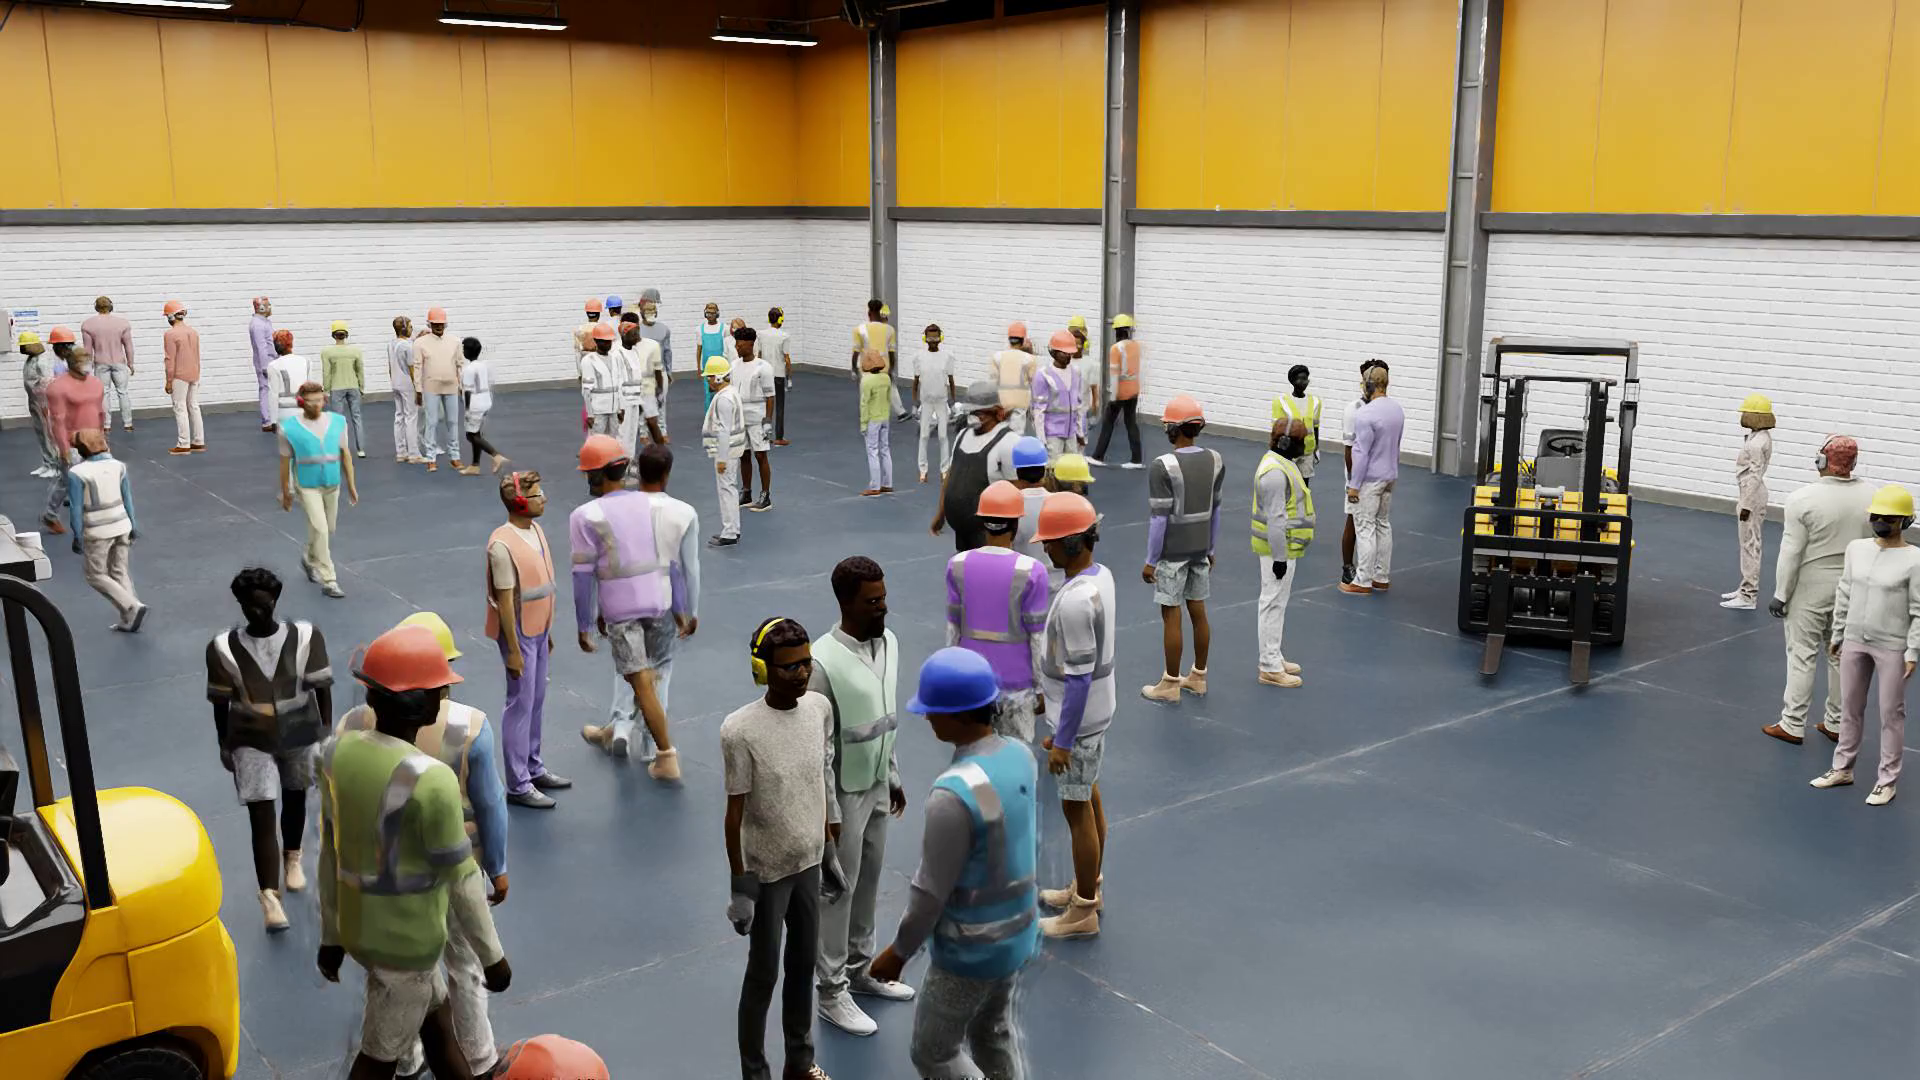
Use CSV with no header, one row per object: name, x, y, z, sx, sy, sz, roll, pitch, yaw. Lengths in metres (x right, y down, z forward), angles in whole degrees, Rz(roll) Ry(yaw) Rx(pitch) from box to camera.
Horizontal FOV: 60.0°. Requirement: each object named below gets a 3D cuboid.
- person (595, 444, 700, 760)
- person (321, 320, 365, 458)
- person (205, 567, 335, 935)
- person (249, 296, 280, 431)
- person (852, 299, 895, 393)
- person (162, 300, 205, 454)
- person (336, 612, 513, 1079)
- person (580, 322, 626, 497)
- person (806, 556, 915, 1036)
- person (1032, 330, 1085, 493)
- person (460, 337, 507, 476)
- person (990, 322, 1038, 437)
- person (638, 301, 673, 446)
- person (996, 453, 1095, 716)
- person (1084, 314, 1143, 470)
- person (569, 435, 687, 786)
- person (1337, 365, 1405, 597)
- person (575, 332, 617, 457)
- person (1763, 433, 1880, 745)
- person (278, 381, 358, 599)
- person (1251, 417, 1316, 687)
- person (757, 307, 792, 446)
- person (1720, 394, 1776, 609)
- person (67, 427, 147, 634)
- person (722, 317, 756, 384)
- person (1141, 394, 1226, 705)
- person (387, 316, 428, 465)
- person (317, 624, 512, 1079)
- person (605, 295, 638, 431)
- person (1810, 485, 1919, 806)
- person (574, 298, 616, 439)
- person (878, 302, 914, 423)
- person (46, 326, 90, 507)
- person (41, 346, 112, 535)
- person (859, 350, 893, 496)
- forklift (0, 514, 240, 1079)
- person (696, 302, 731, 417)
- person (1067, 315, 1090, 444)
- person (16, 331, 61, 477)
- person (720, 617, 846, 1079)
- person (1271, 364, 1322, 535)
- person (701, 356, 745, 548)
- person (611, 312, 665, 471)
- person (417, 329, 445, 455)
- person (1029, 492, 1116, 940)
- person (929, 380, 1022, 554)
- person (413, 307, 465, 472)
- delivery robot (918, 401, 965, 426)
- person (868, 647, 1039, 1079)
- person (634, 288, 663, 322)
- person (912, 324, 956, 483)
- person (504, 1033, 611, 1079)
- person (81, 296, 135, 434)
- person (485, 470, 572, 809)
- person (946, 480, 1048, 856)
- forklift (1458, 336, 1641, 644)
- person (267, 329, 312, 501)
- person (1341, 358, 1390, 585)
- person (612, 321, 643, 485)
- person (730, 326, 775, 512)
person,-1.820,0.388,9.724,0.624,1.893,0.456,1,12,3
person,-7.816,-1.901,21.084,0.535,1.767,0.316,-9,15,-38
person,-3.153,0.933,7.673,0.538,1.644,0.858,-6,13,-28
person,-9.836,-2.499,23.618,0.409,1.913,0.646,-4,13,-21
person,-1.187,-2.376,23.024,0.617,1.921,0.925,-5,13,-22
person,-10.080,-2.104,21.552,0.410,1.980,0.624,2,12,10
person,-1.949,1.166,6.126,0.599,1.823,0.403,1,12,3
person,-3.946,-1.455,18.514,0.379,1.937,0.548,7,14,31
person,-0.423,1.001,6.706,0.393,1.916,0.591,6,13,26
person,0.996,-1.056,16.384,0.613,2.028,0.409,-10,15,-40
person,-5.684,-1.568,19.686,0.606,1.681,0.541,2,12,9
person,0.627,-1.560,19.175,0.555,1.876,1.007,4,12,17
person,-4.140,-2.224,22.260,0.635,1.929,0.381,-8,14,-35
person,0.516,0.305,10.463,0.685,1.742,0.543,2,12,12
person,1.899,-1.811,20.349,0.871,1.886,0.611,11,16,42
person,-1.922,0.386,9.557,0.992,1.972,0.633,11,16,43
person,3.454,-0.490,13.889,0.380,1.929,0.637,11,16,42
person,-4.622,-1.854,21.227,0.589,1.613,0.505,-7,13,-29
person,5.237,0.302,10.104,0.648,1.907,0.409,-1,12,-6
person,-5.450,-0.456,14.014,0.895,1.810,0.564,10,16,41
person,2.208,0.070,11.393,0.429,1.840,0.624,3,12,12
person,-2.475,-2.175,22.203,0.526,1.856,0.333,5,13,22
person,6.385,-0.315,13.477,0.295,1.743,0.493,6,13,27
person,-6.386,-0.050,12.506,0.506,1.612,0.537,4,12,19
person,-3.105,-2.310,23.381,0.498,1.633,0.283,3,12,12
person,1.442,0.062,10.930,0.607,2.044,0.378,-9,14,-36
person,-6.878,-1.854,20.666,0.508,1.846,0.345,9,15,36
person,-1.774,1.249,5.349,0.626,1.981,1.078,10,15,40
person,-4.799,-2.468,23.412,0.604,1.939,0.416,-10,15,-40
person,5.038,0.569,9.150,0.306,1.772,0.527,-6,13,-28
person,-4.957,-2.312,22.651,0.542,1.938,0.357,0,12,1
person,-1.117,-2.584,24.334,0.926,1.780,0.624,9,15,37
person,-9.559,-1.327,17.896,0.373,1.934,0.551,0,12,0
person,-8.627,-0.953,16.217,1.016,1.897,0.646,5,13,22
person,-0.938,-1.303,18.535,0.276,1.627,0.497,8,14,34
forklift,-3.687,1.115,5.480,2.313,2.155,1.214,-9,15,-36
person,-3.481,-2.443,23.547,0.501,1.838,0.341,1,12,4
person,1.561,-2.130,22.246,0.295,1.744,0.485,6,13,29
person,-10.972,-1.615,19.779,0.485,1.737,0.321,10,15,40
person,-0.615,1.182,5.949,0.321,1.869,0.532,10,15,39
person,3.285,-0.871,16.269,0.536,1.700,0.318,-3,12,-16
person,-2.249,-0.840,15.838,0.403,1.821,0.601,-1,12,-4
person,-3.886,-1.795,20.161,0.649,1.935,0.421,-1,12,-4
person,-6.896,-1.924,21.534,0.553,1.621,0.524,7,14,30
person,0.498,0.787,7.452,0.386,2.034,0.604,3,12,12
person,0.142,-0.151,11.967,0.537,2.000,0.701,-8,14,-34
person,-6.300,-1.831,20.192,0.625,1.991,0.390,-7,14,-31
delivery robot,-0.261,-1.794,23.280,0.477,0.478,0.707,10,15,41
person,0.084,1.276,5.361,0.533,1.921,0.631,5,13,23
person,-4.488,-2.637,23.971,0.546,2.000,0.734,1,12,4
person,-0.303,-1.585,19.338,0.511,1.861,0.322,0,12,0
person,-0.633,1.810,3.280,0.752,1.721,0.527,-9,15,-36
person,-11.916,-2.450,23.318,0.636,1.938,0.365,-6,13,-27
person,-2.394,0.534,9.119,0.379,1.849,0.570,1,12,3
person,0.196,0.662,8.317,0.547,1.929,0.387,6,13,26
forklift,4.683,-0.471,13.136,1.214,2.155,2.313,4,12,20
person,-7.325,-1.367,18.237,0.358,1.880,0.575,6,13,27
person,3.467,-0.561,14.123,0.604,1.966,0.367,-11,16,-43
person,-3.848,-1.589,19.289,0.337,1.882,0.585,2,12,11
person,-2.223,-1.282,17.606,0.612,1.963,0.363,9,15,37
